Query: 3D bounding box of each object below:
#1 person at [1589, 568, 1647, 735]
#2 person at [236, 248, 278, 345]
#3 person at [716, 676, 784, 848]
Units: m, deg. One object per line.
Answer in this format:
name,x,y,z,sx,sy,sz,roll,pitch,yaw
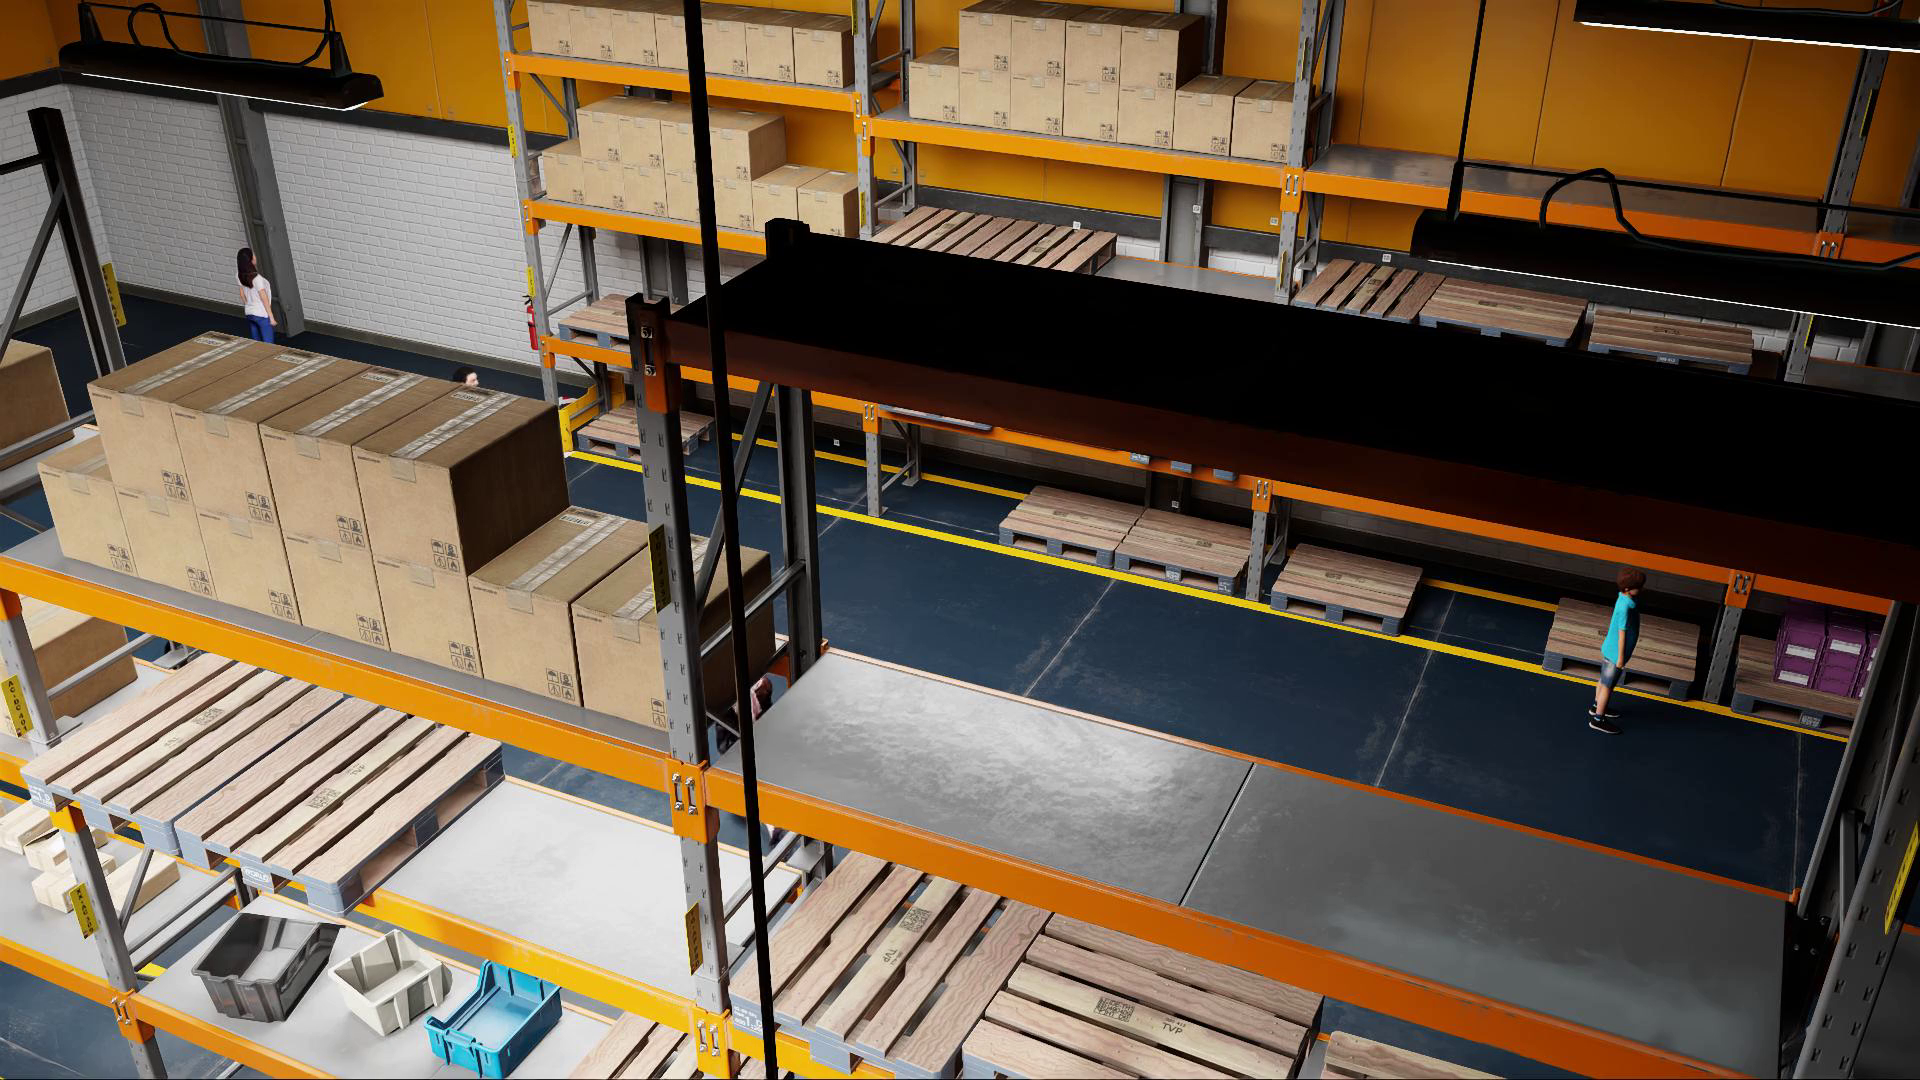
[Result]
person,5.338,0.866,13.512,0.509,1.449,0.537,9,30,16
person,-8.295,-2.634,19.682,0.485,1.685,0.679,16,32,27
person,-1.529,1.514,12.149,0.866,1.616,1.067,-23,36,-36
